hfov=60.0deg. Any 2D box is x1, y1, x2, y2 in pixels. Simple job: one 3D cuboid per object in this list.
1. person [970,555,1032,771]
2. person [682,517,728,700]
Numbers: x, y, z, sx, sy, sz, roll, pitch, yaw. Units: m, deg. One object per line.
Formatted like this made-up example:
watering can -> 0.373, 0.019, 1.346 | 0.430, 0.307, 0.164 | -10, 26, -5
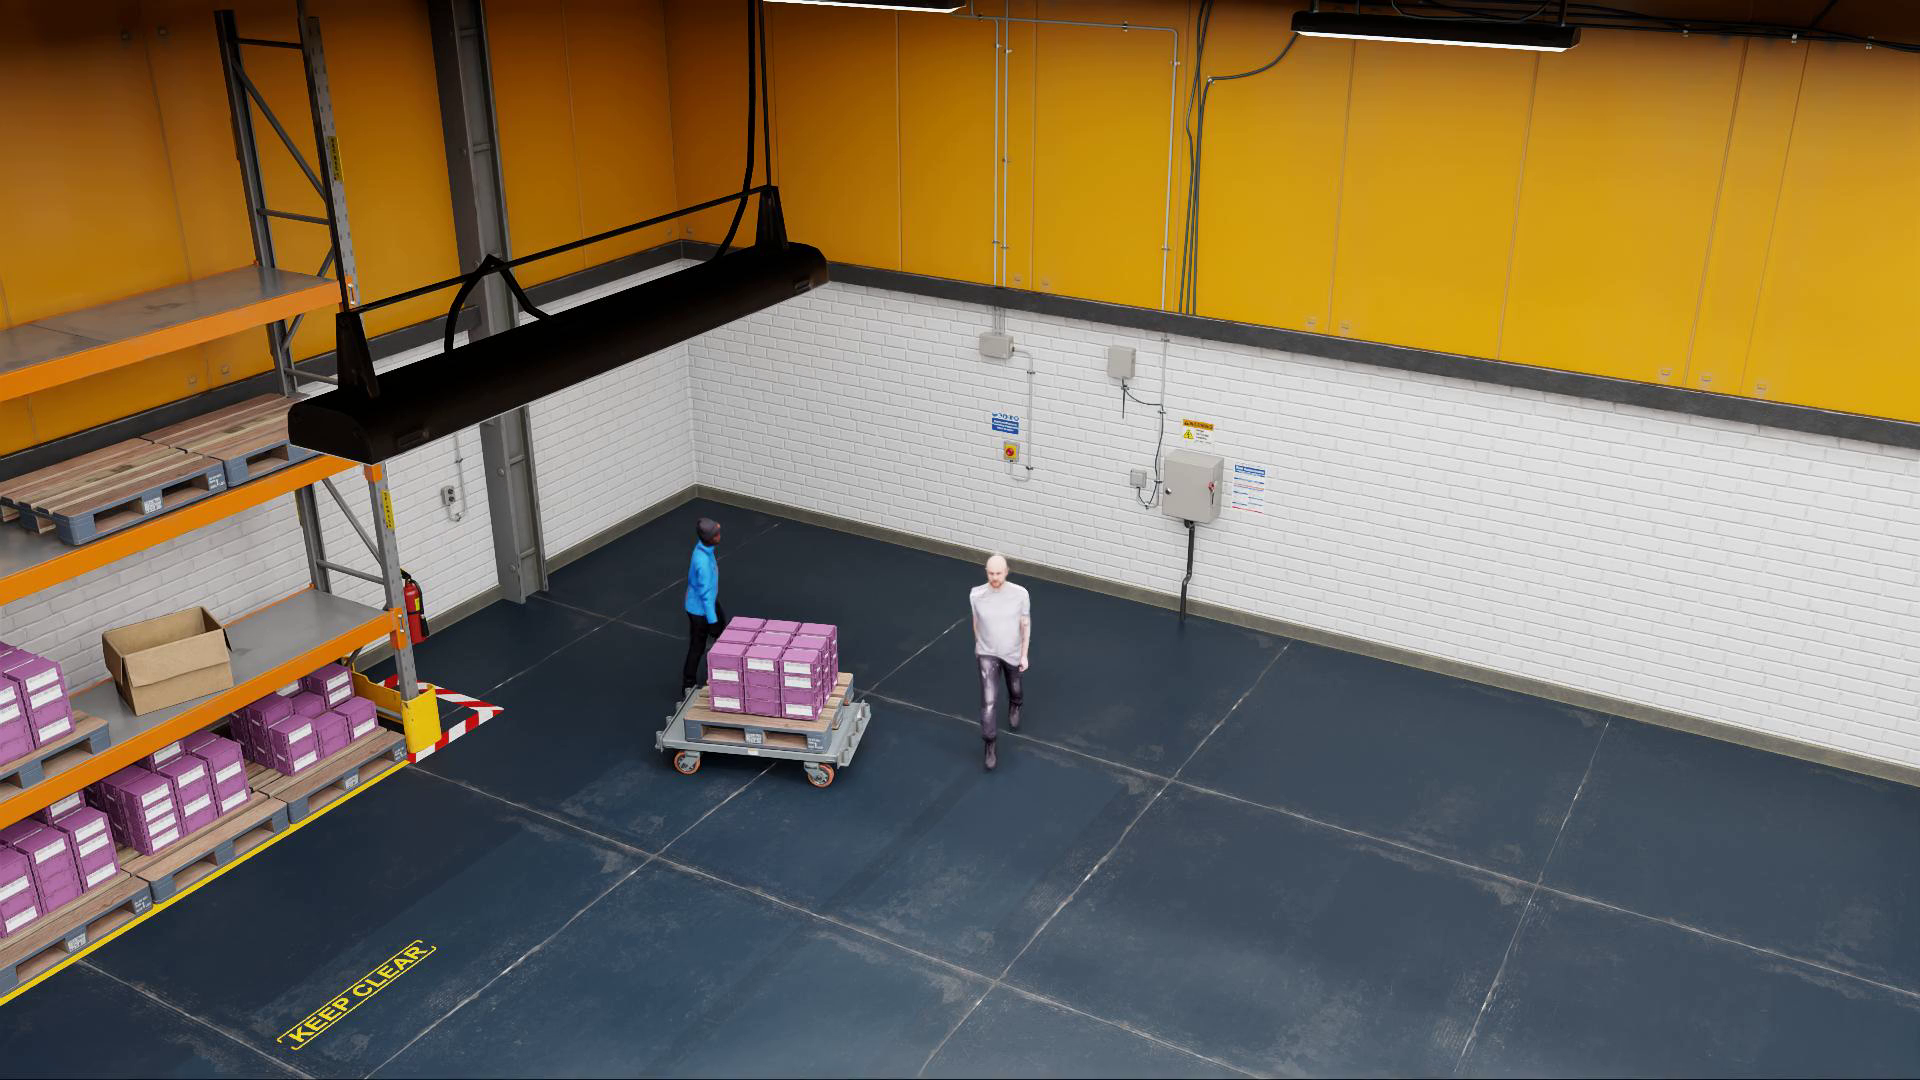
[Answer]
person -> 0.373, 0.917, 13.969 | 1.049, 1.803, 1.330 | 1, 24, 1
person -> -2.367, 0.624, 14.682 | 0.896, 1.767, 0.847 | -2, 24, -5
